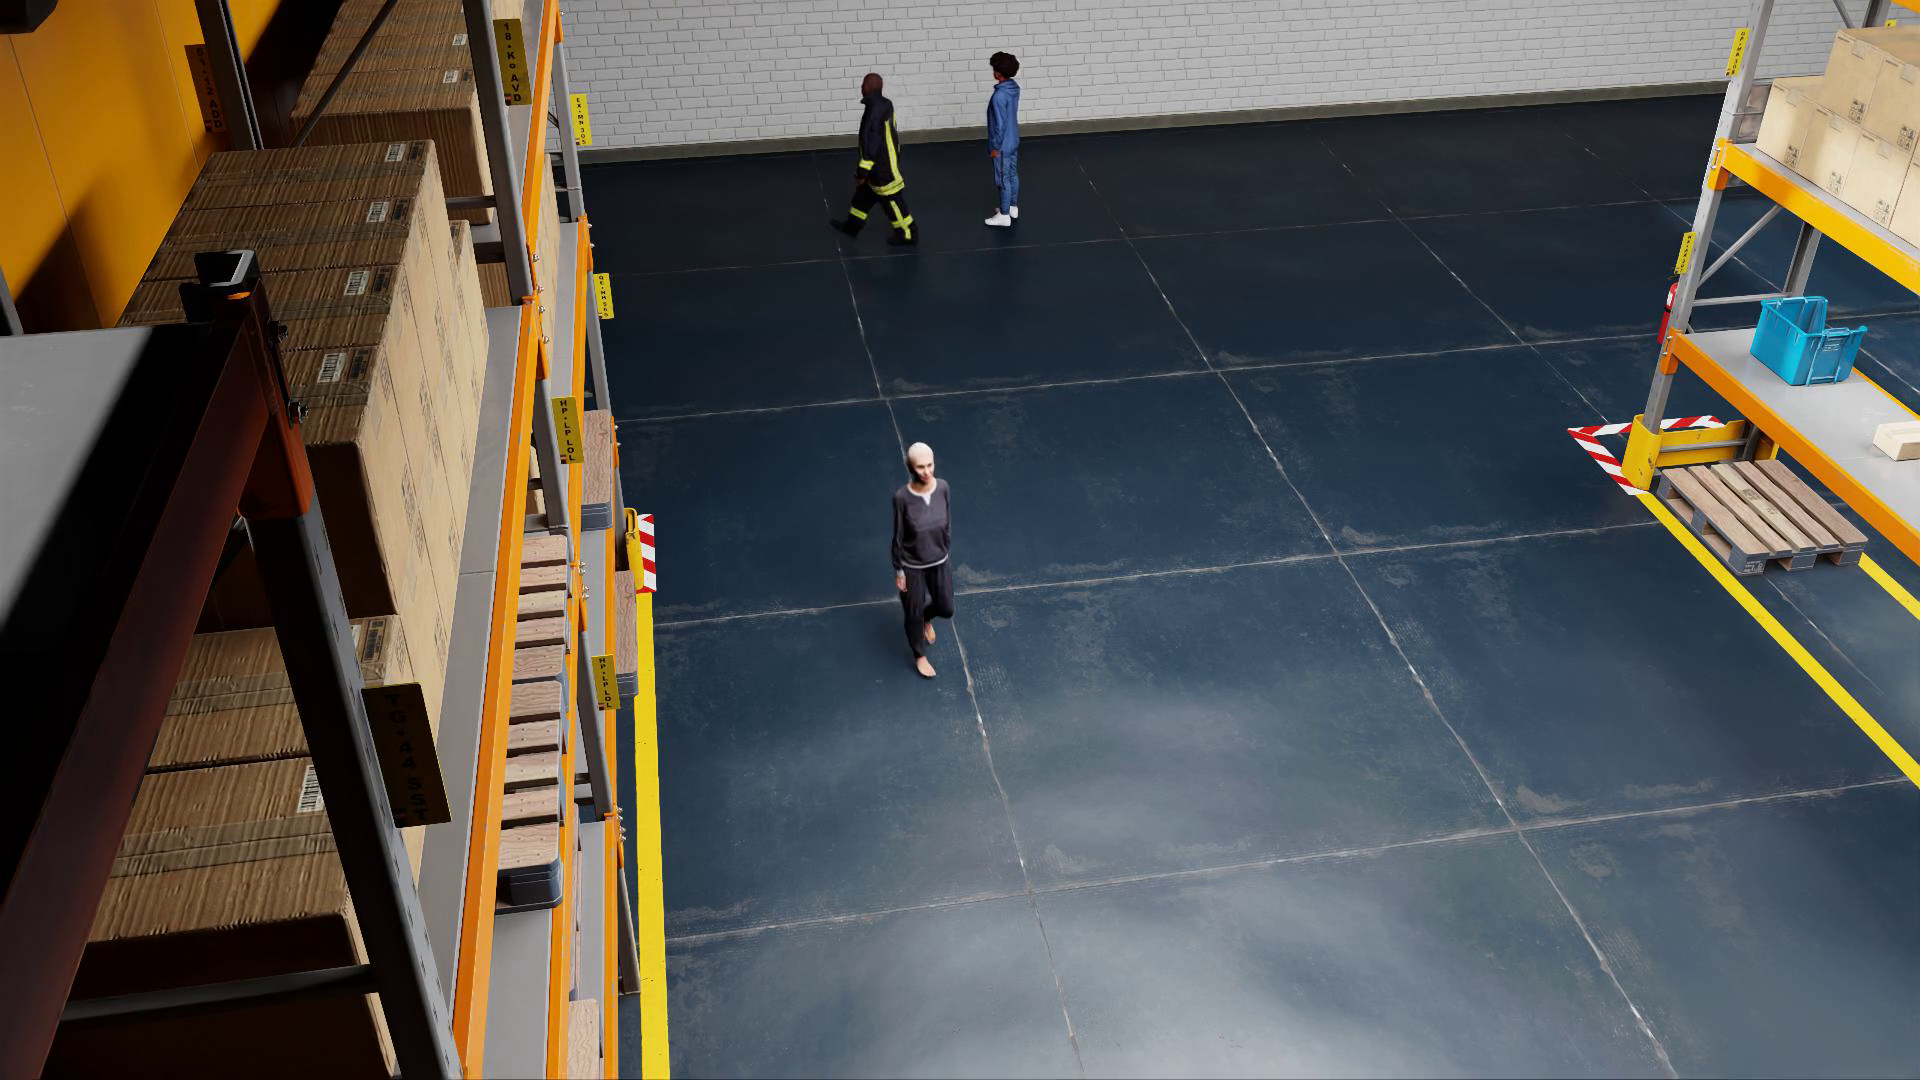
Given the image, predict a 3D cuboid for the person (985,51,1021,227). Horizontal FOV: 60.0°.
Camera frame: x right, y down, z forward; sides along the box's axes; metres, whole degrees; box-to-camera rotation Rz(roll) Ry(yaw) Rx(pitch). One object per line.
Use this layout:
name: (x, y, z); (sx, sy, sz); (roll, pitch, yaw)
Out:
person: (0.458, -4.174, 17.300); (0.818, 1.808, 0.698); (13, 36, 19)

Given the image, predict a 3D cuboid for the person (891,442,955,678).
person: (-0.279, 0.090, 10.969); (0.701, 1.715, 0.771); (-14, 36, -21)

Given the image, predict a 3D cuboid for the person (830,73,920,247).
person: (-0.718, -3.788, 16.749); (1.077, 1.775, 1.232); (5, 34, 8)
